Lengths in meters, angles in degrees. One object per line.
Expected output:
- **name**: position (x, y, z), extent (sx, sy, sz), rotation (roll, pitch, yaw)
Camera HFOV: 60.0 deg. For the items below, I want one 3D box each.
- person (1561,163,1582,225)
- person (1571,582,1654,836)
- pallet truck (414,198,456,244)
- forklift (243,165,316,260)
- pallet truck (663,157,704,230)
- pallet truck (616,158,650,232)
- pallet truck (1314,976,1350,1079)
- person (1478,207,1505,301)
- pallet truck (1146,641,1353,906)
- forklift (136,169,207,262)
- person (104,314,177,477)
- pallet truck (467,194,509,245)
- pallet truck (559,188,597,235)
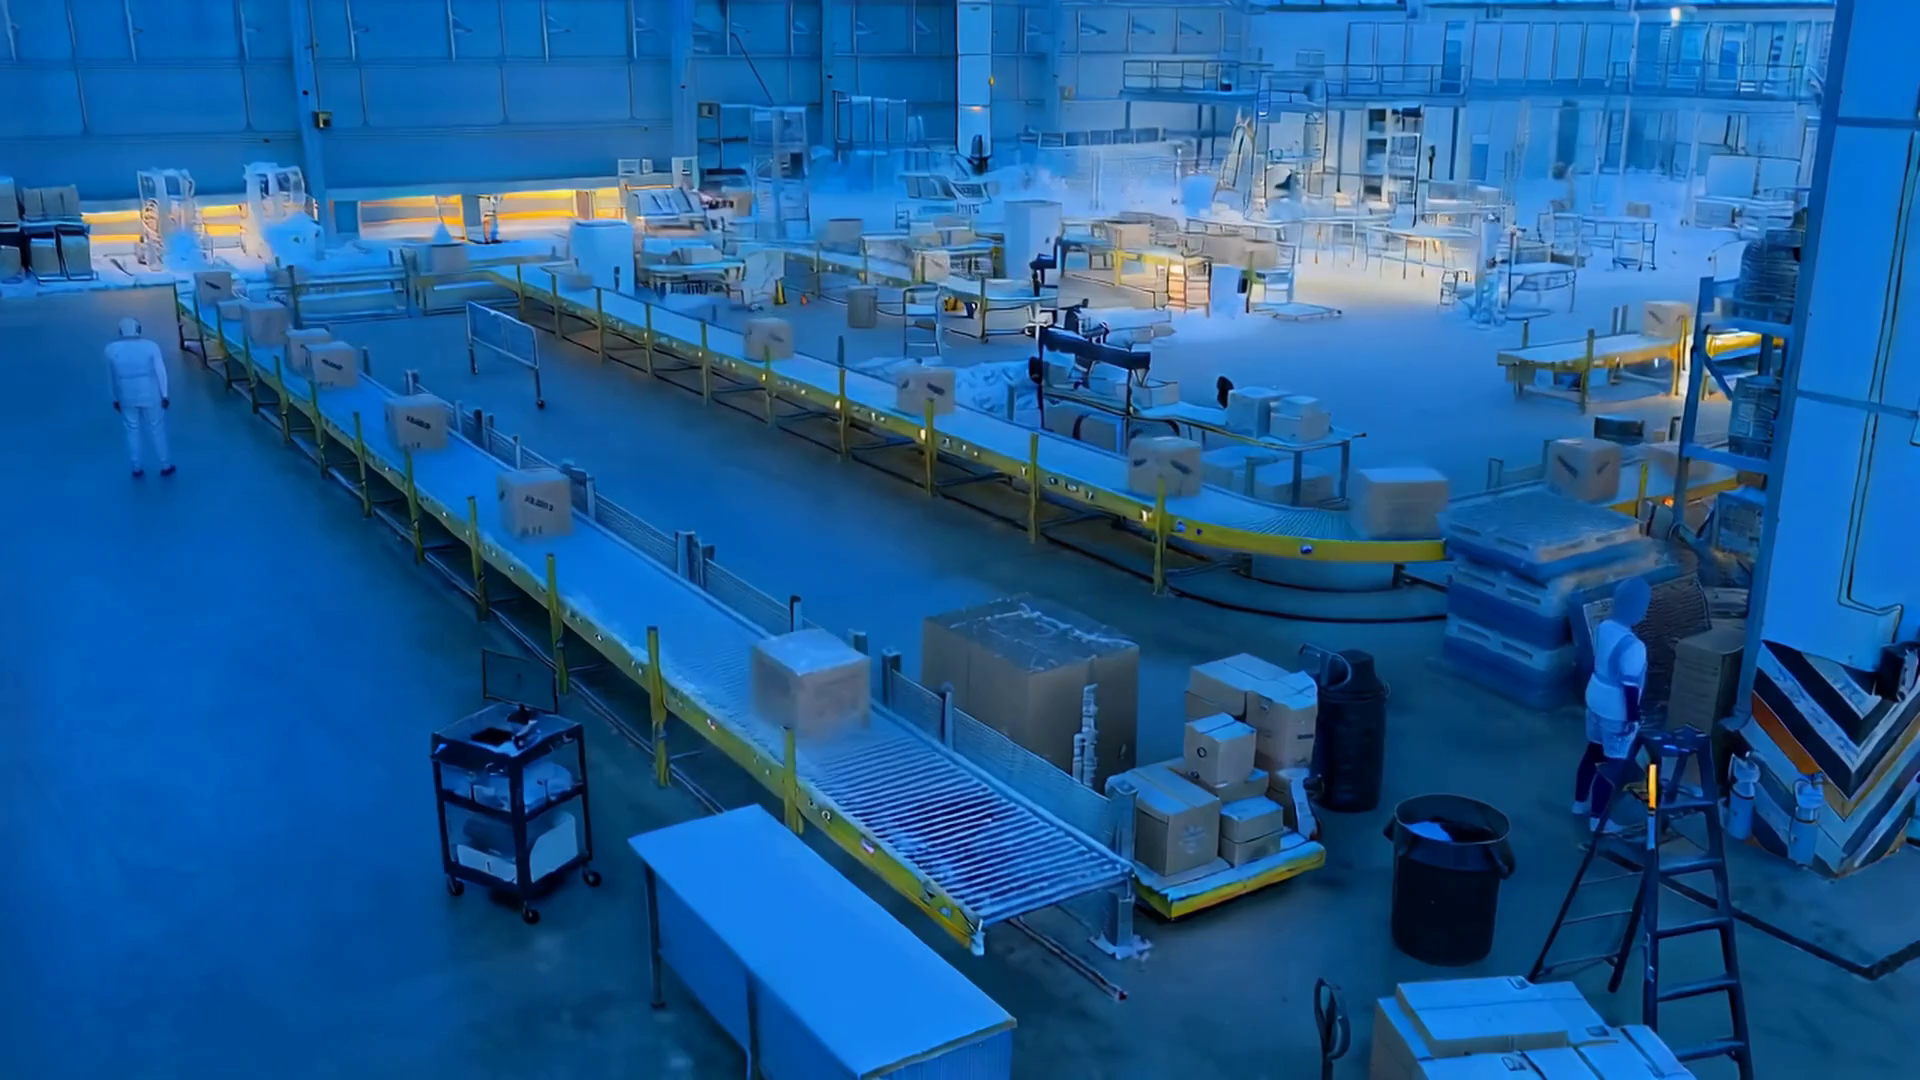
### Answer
- **person**: position (16.733, -9.436, 45.521), extent (0.551, 1.752, 0.376), rotation (1, 17, 5)
- **person**: position (4.195, 1.079, 10.671), extent (0.326, 1.687, 0.532), rotation (0, 17, -1)
- **pallet truck**: position (-13.250, -8.060, 41.856), extent (0.680, 1.201, 1.601), rotation (-10, 20, -31)
- **forklift**: position (-15.898, -7.669, 38.708), extent (1.157, 1.987, 2.680), rotation (-11, 20, -33)
- **pallet truck**: position (-7.586, -9.308, 44.692), extent (0.823, 1.965, 1.885), rotation (-11, 20, -33)
- **pallet truck**: position (-8.918, -9.176, 44.255), extent (0.823, 1.965, 1.885), rotation (-9, 19, -27)
- **pallet truck**: position (2.299, 2.390, 7.086), extent (1.601, 1.201, 0.680), rotation (-2, 17, -7)
- **person**: position (10.487, -5.598, 32.609), extent (0.729, 1.844, 0.504), rotation (14, 22, 39)
- **pallet truck**: position (1.664, 1.407, 10.232), extent (1.630, 1.274, 0.653), rotation (-10, 20, -31)
- **forklift**: position (-17.842, -7.318, 37.559), extent (1.157, 1.987, 2.680), rotation (-10, 20, -31)
- **person**: position (-9.597, -1.690, 19.493), extent (0.641, 1.913, 0.407), rotation (-4, 17, -13)
- **pallet truck**: position (-11.983, -8.177, 42.137), extent (0.704, 1.261, 1.522), rotation (-11, 20, -33)
- **pallet truck**: position (-10.010, -8.652, 43.699), extent (0.653, 1.274, 1.630), rotation (-10, 20, -31)
